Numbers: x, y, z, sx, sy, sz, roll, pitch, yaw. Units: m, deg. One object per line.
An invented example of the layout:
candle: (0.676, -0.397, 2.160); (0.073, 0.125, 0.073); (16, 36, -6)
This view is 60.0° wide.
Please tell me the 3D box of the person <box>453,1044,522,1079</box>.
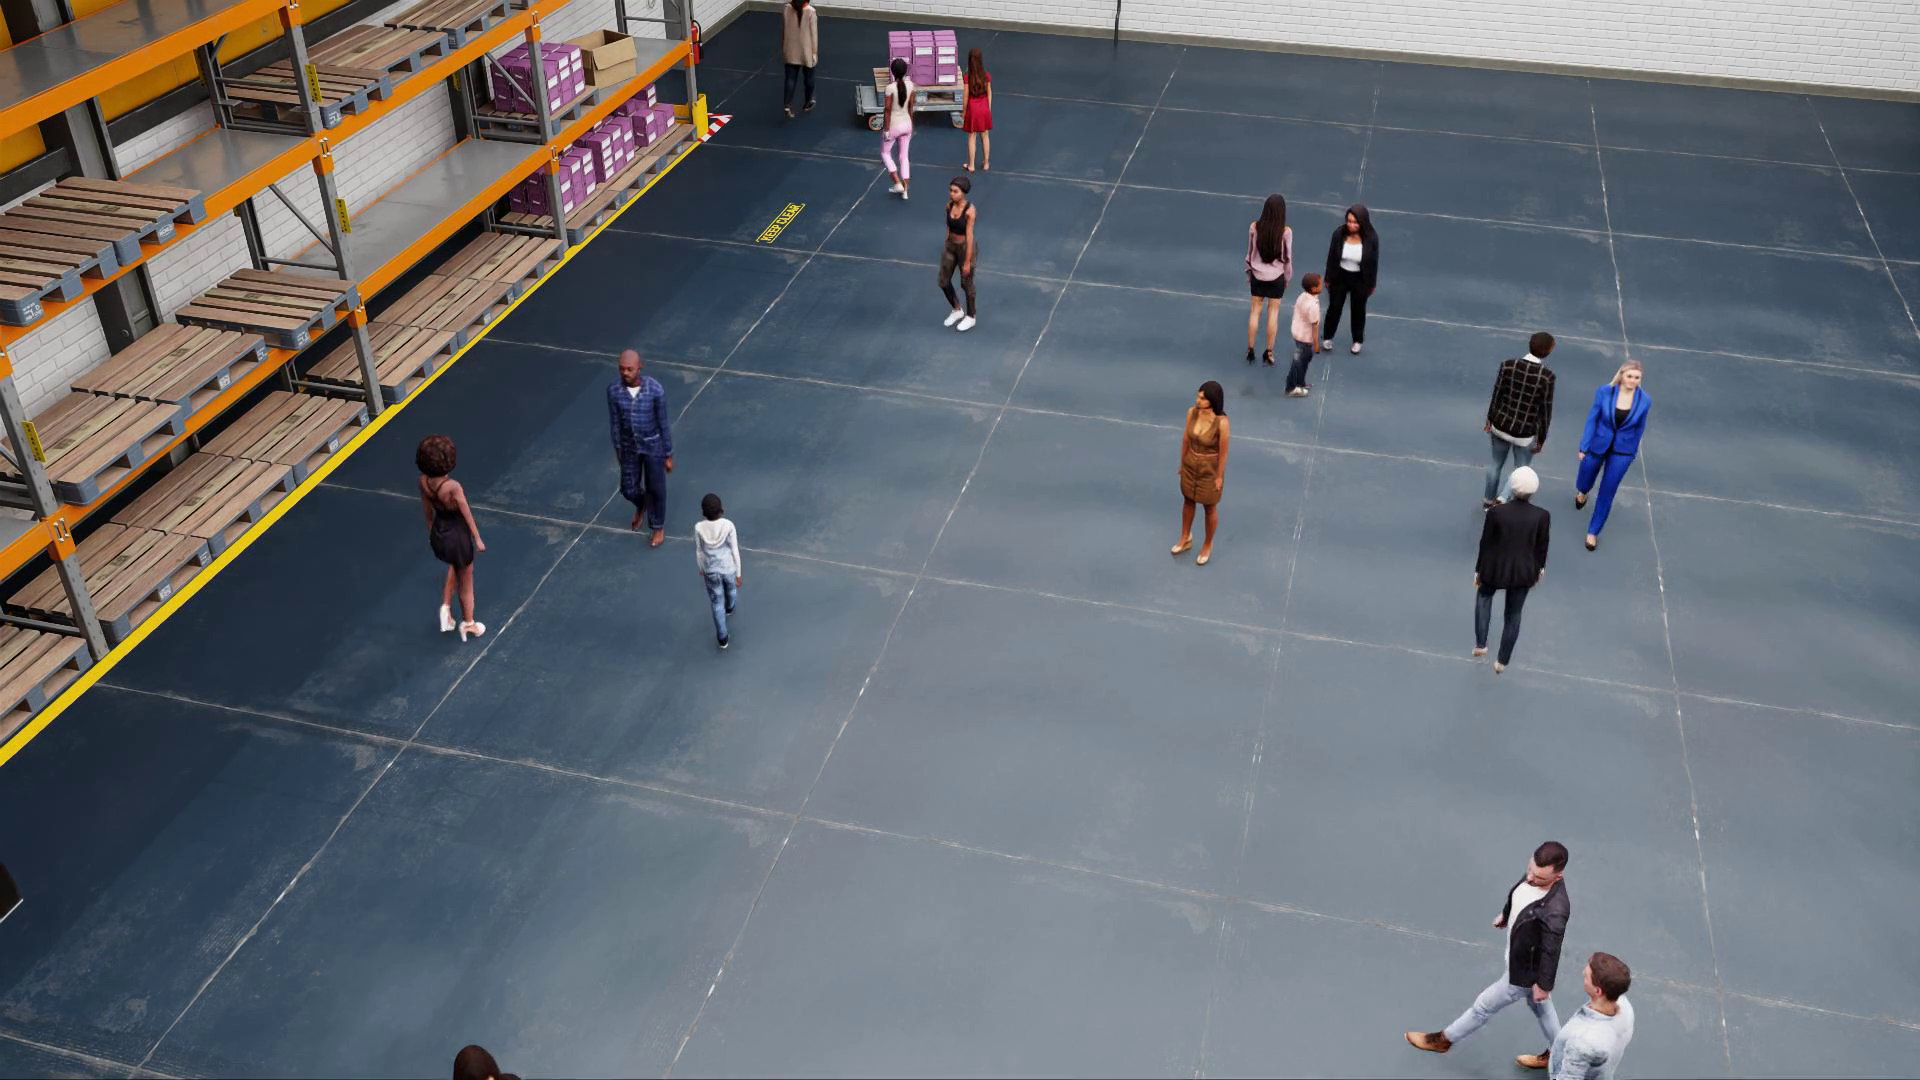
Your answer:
person: (-2.304, 3.028, 8.274); (1.019, 1.618, 1.001); (-24, 40, -31)

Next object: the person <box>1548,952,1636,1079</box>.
person: (3.143, 2.811, 8.398); (0.840, 1.842, 0.745); (28, 43, 35)

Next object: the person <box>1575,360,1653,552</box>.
person: (5.428, -0.773, 13.931); (0.652, 1.687, 0.904); (12, 35, 17)

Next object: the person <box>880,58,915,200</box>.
person: (-0.707, -4.961, 20.194); (0.702, 1.728, 0.768); (-20, 38, -27)

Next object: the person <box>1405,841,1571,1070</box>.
person: (3.219, 2.341, 9.157); (0.800, 1.785, 1.090); (8, 34, 11)

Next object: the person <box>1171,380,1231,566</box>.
person: (1.996, -0.568, 13.624); (0.639, 1.685, 0.649); (27, 42, 35)

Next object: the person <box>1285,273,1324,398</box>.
person: (3.267, -1.976, 16.091); (0.690, 1.299, 0.601); (-5, 34, -7)

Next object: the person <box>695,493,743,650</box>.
person: (-1.850, 0.259, 12.796); (0.701, 1.224, 0.927); (-4, 34, -6)

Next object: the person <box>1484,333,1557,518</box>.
person: (4.647, -0.888, 14.002); (0.862, 1.799, 1.000); (18, 38, 25)

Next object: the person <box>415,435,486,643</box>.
person: (-3.897, 0.054, 12.601); (0.649, 1.781, 0.724); (18, 38, 25)

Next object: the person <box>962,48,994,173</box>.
person: (0.217, -5.456, 21.097); (0.662, 1.552, 0.722); (-8, 35, -12)

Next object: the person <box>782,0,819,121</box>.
person: (-2.223, -6.642, 22.599); (0.731, 1.866, 1.128); (6, 34, 8)

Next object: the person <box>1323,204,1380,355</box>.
person: (3.936, -2.667, 16.851); (0.701, 1.607, 0.656); (4, 34, 6)

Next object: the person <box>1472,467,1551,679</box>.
person: (4.036, 0.285, 12.076); (0.736, 1.768, 0.614); (9, 35, 13)

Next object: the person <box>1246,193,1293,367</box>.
person: (3.059, -2.581, 16.537); (0.642, 1.812, 0.569); (13, 36, 19)

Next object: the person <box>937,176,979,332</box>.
person: (0.081, -2.987, 17.266); (0.710, 1.682, 0.759); (26, 41, 33)

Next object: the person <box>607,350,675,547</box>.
person: (-2.634, -0.826, 13.899); (0.757, 1.809, 0.781); (0, 34, -1)
